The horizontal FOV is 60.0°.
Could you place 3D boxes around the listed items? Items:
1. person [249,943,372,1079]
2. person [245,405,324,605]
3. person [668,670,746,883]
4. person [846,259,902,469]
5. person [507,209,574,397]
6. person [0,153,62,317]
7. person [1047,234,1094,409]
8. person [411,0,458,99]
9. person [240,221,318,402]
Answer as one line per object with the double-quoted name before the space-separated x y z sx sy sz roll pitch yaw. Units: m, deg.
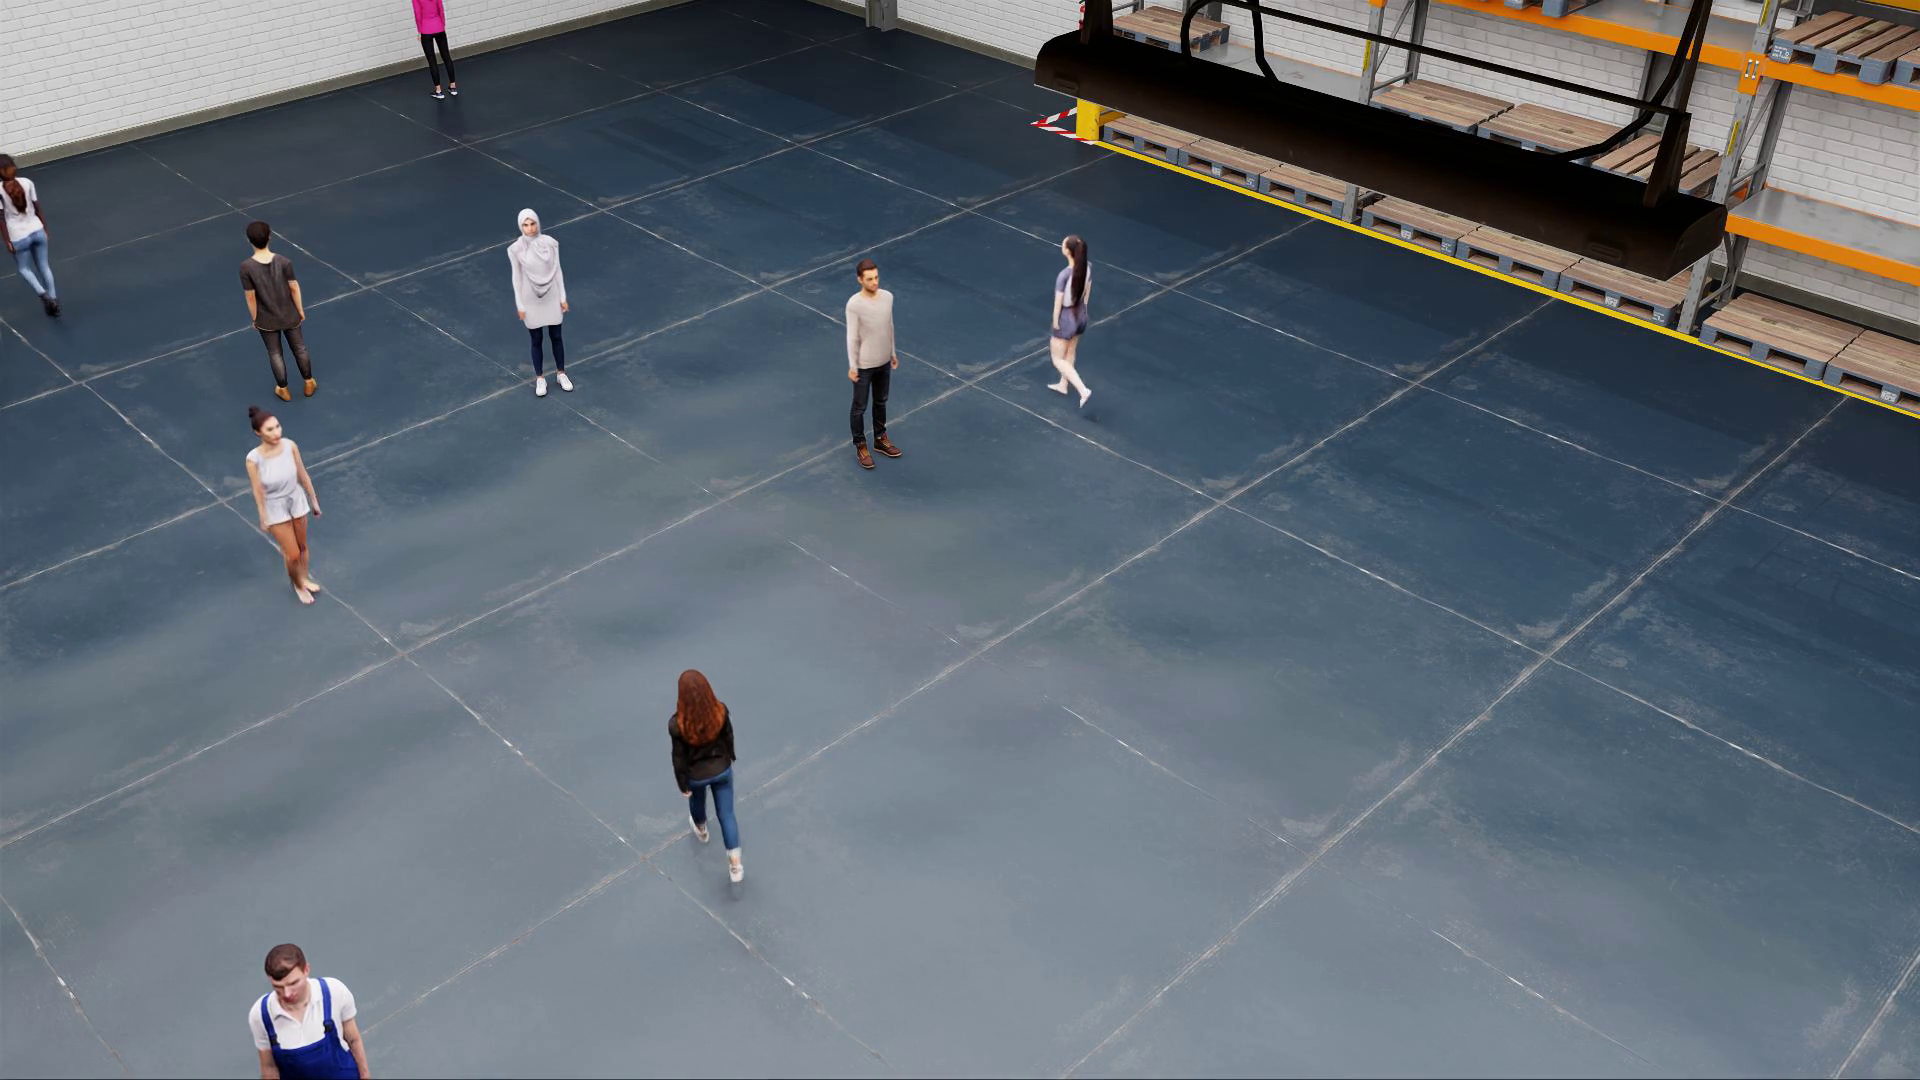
"person" -3.059 2.598 7.977 0.706 1.850 0.696 -13 36 -19
"person" -5.139 -0.279 12.538 0.633 1.594 0.613 23 40 30
"person" -1.504 1.435 10.087 0.832 1.452 1.063 -12 35 -17
"person" -0.756 -1.529 14.172 0.670 1.867 0.573 -26 41 -33
"person" -3.841 -2.189 15.248 0.679 1.775 0.646 -14 36 -20
"person" -9.224 -2.985 16.497 0.732 1.717 0.608 27 42 34
"person" 1.041 -1.959 15.031 0.602 1.633 0.857 -27 42 -35
"person" -7.049 -6.791 22.240 0.580 1.699 0.554 -27 42 -34
"person" -6.218 -2.080 15.136 0.685 1.717 0.662 -15 37 -22
